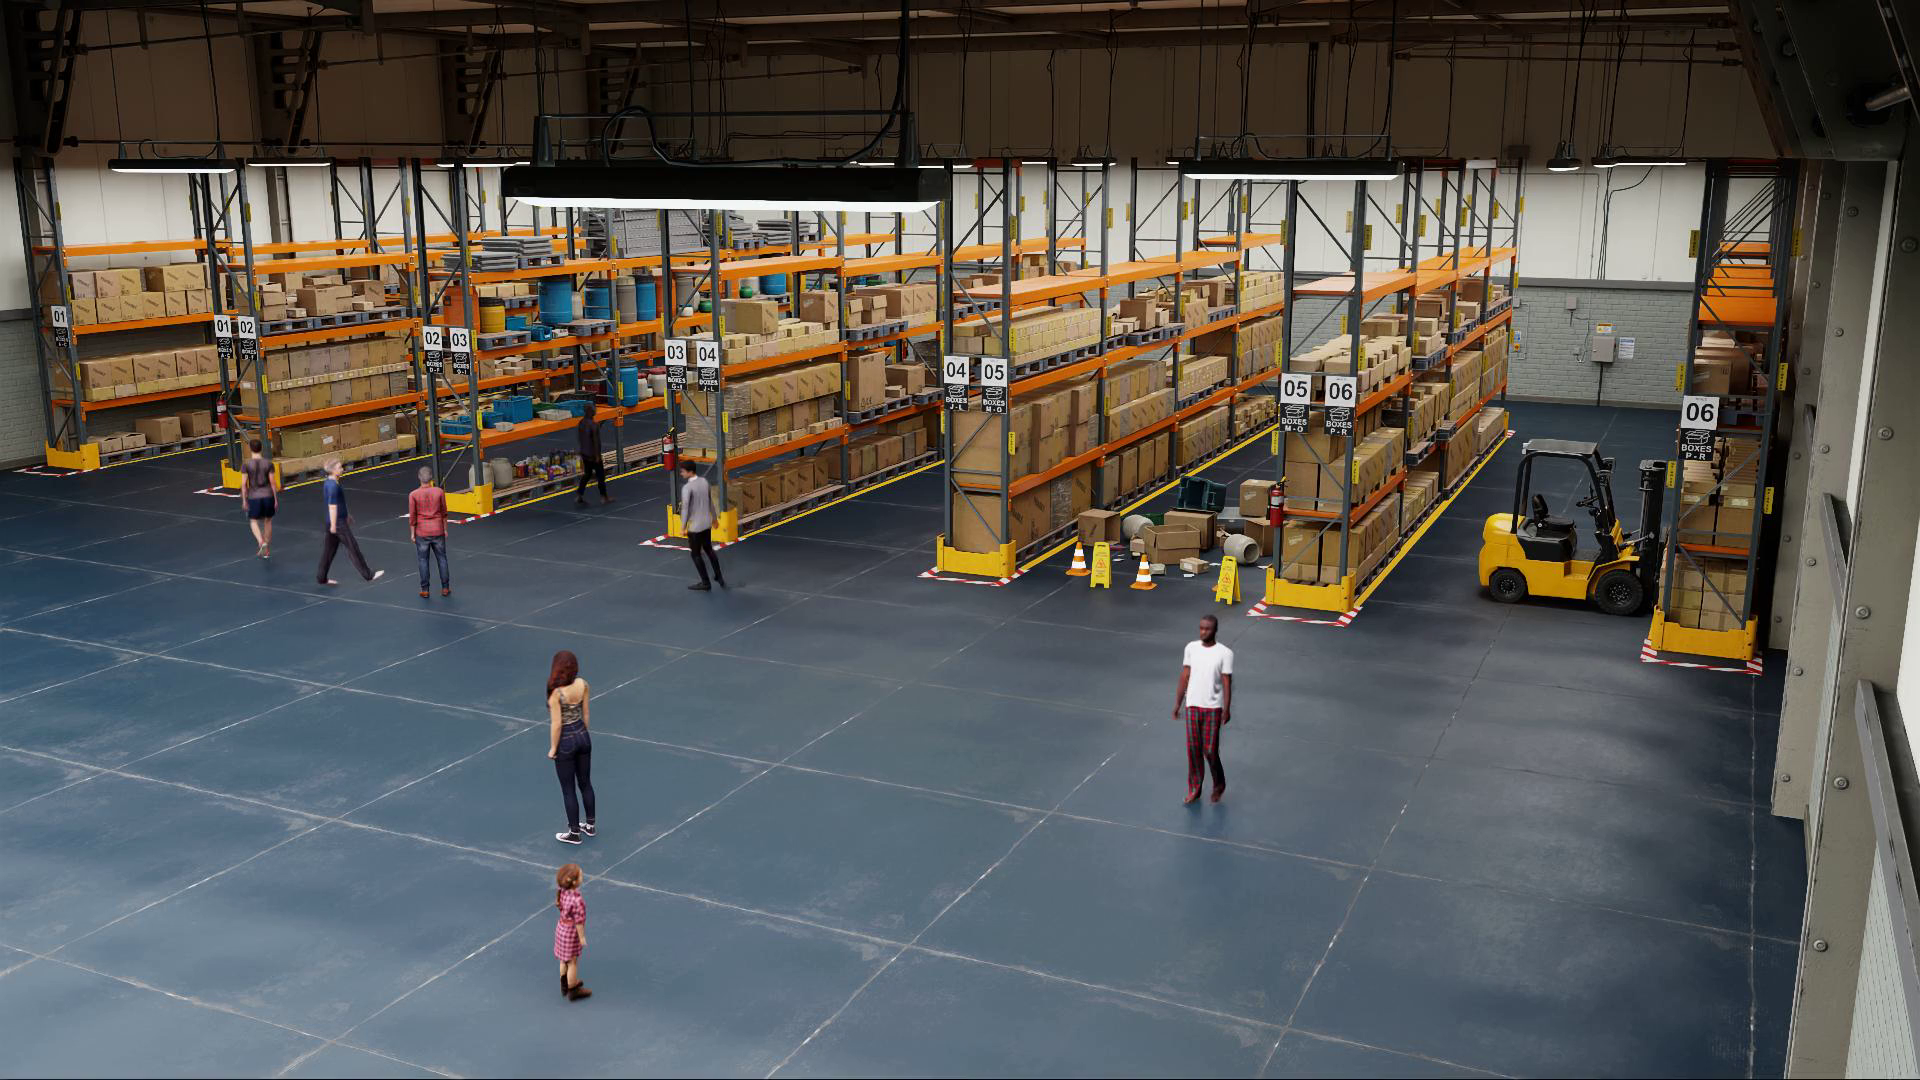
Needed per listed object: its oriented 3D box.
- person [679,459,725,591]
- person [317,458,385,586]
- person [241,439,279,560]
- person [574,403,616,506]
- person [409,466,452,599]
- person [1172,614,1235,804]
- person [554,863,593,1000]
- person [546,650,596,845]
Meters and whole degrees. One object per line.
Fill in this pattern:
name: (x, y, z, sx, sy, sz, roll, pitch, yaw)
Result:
person: (-3.621, -0.208, 23.490, 0.962, 1.883, 0.553, 11, 17, 39)
person: (-8.968, -0.223, 23.674, 1.215, 1.830, 1.122, -6, 14, -23)
person: (-10.607, -0.592, 25.247, 0.962, 1.839, 0.978, -8, 15, -30)
person: (-6.524, -1.476, 29.110, 0.915, 1.817, 1.110, 12, 17, 41)
person: (-7.408, -0.123, 23.236, 0.724, 1.831, 0.817, -6, 14, -25)
person: (2.356, 1.586, 15.863, 0.741, 1.828, 0.708, 10, 17, 38)
person: (-2.854, 2.854, 12.176, 0.525, 1.021, 0.486, -10, 17, -38)
person: (-3.472, 1.838, 14.905, 0.702, 1.769, 0.524, 9, 16, 33)
